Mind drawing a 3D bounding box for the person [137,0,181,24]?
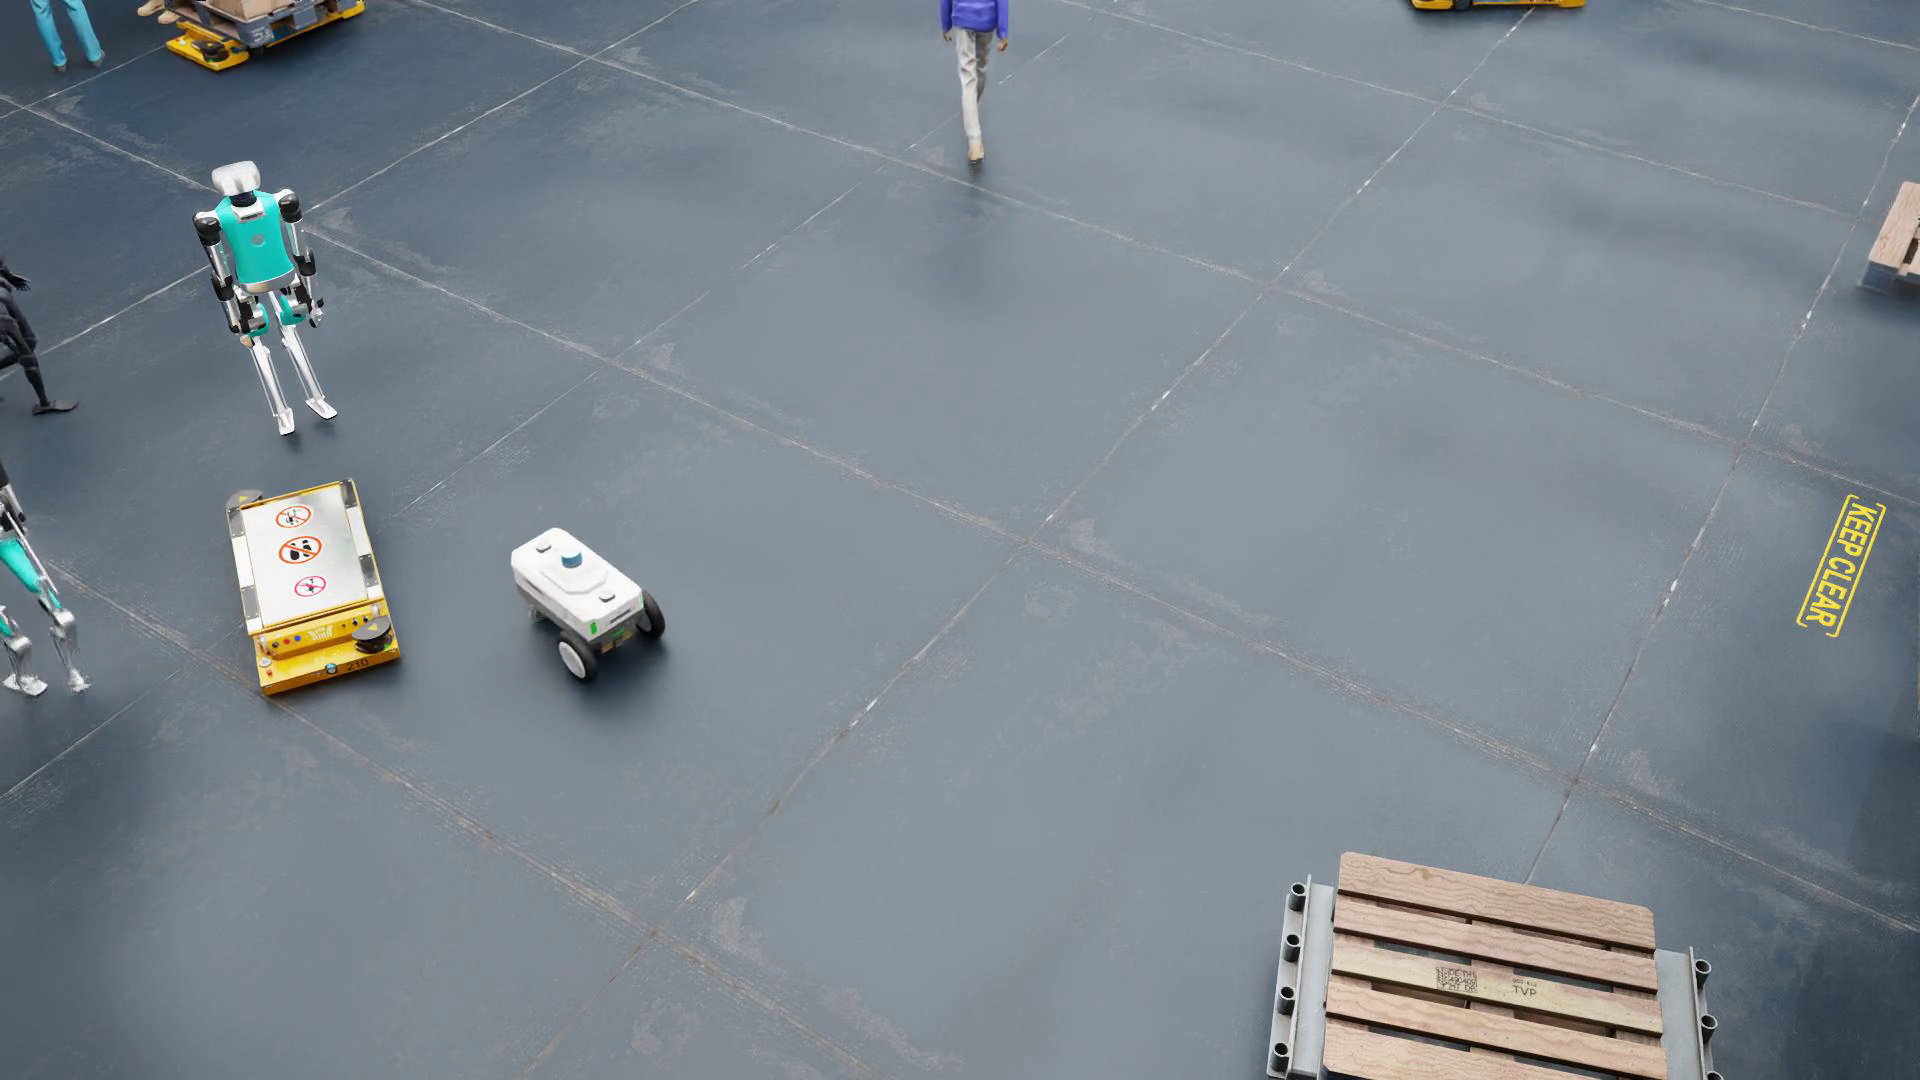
[{"bbox_3d":[-6.642,-5.025,13.300,0.475,1.738,0.309,22,46,23],"label":"person"}]

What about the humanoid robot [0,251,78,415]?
[{"bbox_3d":[-5.494,-1.383,9.277,0.549,1.635,0.588,-11,43,-12],"label":"humanoid robot"}]

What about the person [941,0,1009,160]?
[{"bbox_3d":[0.108,-3.643,11.695,0.464,1.822,1.005,-4,42,-5],"label":"person"}]

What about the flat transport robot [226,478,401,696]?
[{"bbox_3d":[-3.355,0.180,8.578,0.659,0.231,1.431,-16,44,-18],"label":"flat transport robot"}]

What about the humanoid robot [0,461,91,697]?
[{"bbox_3d":[-4.432,0.068,7.608,0.789,1.792,0.535,28,49,28],"label":"humanoid robot"}]

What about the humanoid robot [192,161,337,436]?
[{"bbox_3d":[-3.822,-1.384,9.126,0.533,1.677,0.735,-24,47,-25],"label":"humanoid robot"}]

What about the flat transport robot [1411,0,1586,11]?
[{"bbox_3d":[4.491,-4.716,14.057,1.431,0.231,0.659,-1,42,-2],"label":"flat transport robot"}]

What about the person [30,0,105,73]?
[{"bbox_3d":[-6.971,-4.433,12.568,0.557,1.837,0.391,-11,43,-12],"label":"person"}]

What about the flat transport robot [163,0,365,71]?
[{"bbox_3d":[-5.637,-4.220,13.502,0.659,0.231,1.431,27,48,27],"label":"flat transport robot"}]

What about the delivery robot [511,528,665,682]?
[{"bbox_3d":[-1.871,0.270,8.255,0.747,0.585,0.523,32,51,31],"label":"delivery robot"}]
